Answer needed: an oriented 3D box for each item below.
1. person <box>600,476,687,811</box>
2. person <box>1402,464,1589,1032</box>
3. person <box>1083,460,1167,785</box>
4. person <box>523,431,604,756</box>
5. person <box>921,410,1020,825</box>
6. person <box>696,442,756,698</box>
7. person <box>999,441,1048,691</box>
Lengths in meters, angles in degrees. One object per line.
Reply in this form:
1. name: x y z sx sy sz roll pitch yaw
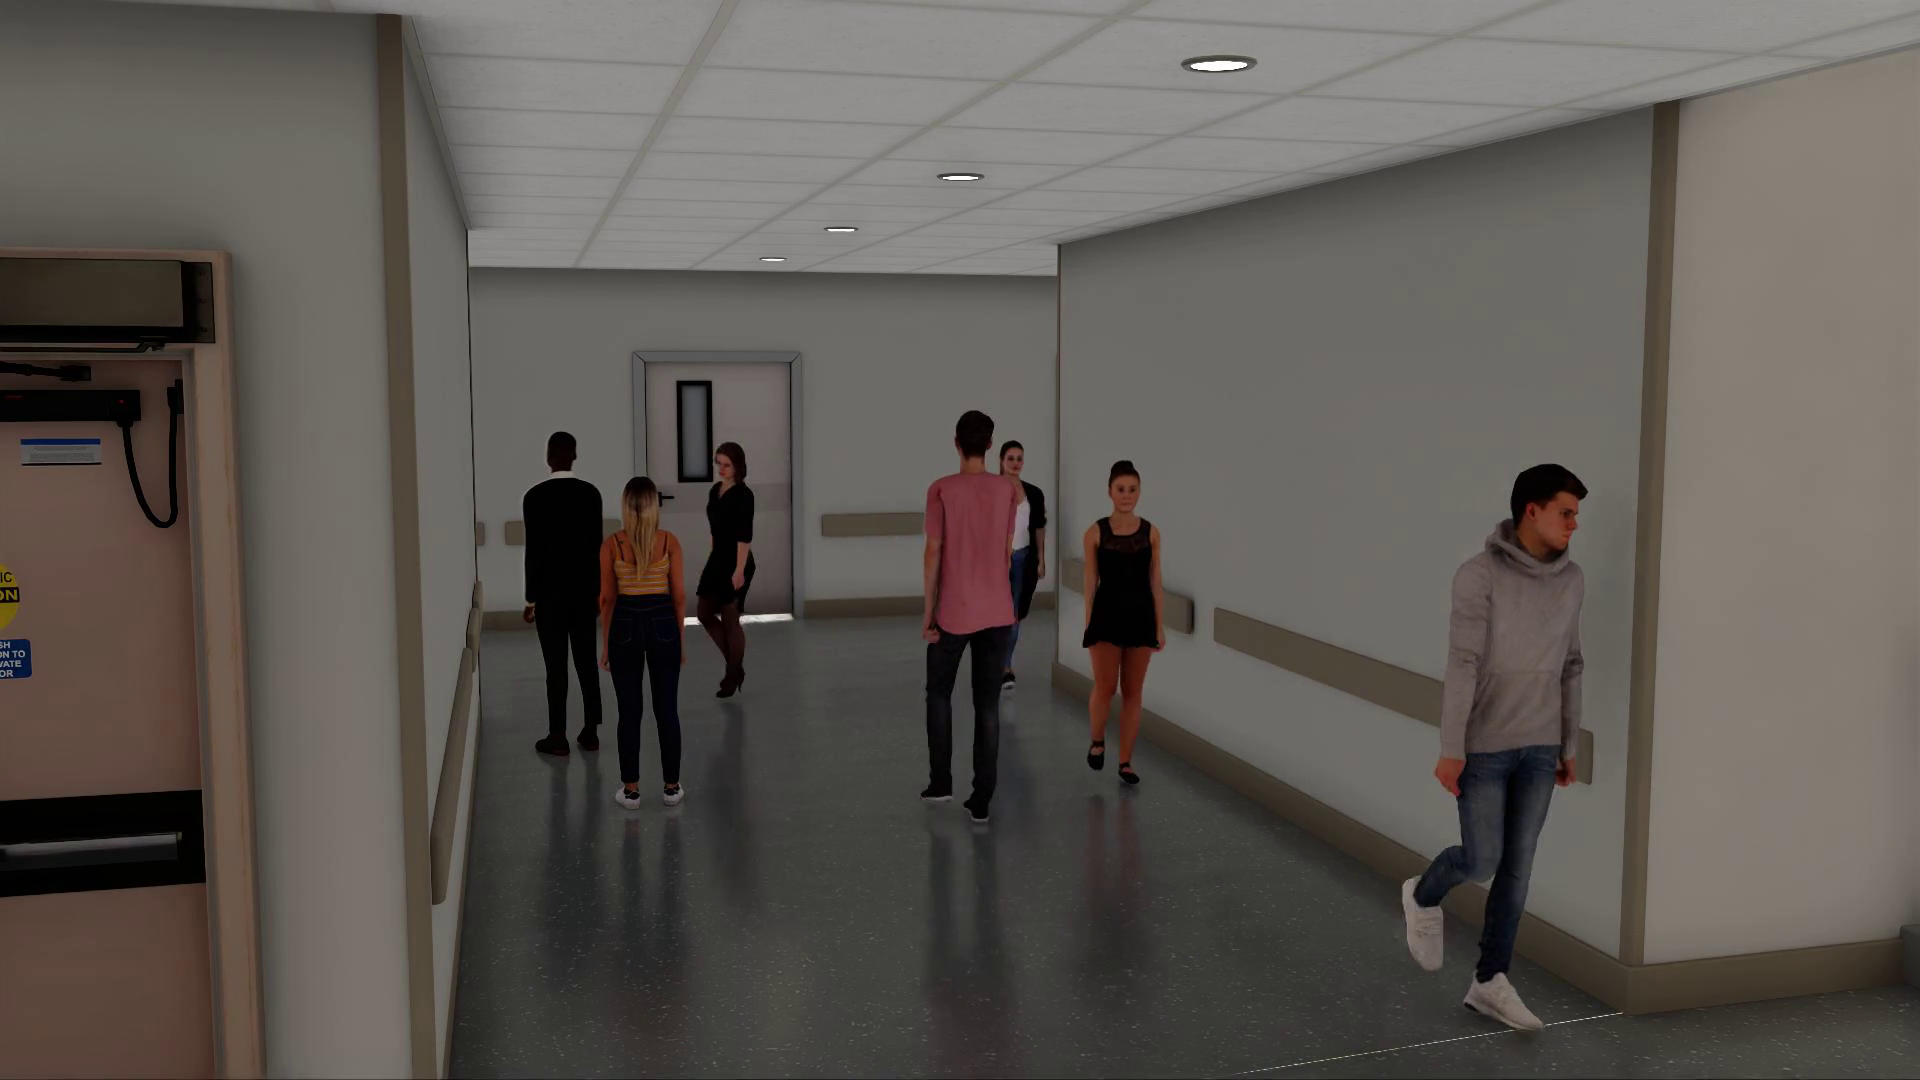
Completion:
1. person: -1.552 0.497 8.183 0.448 1.629 0.625 -2 6 -16
2. person: 1.752 0.665 5.534 0.882 1.826 0.827 -2 6 -20
3. person: 0.837 0.426 8.698 0.549 1.667 0.644 -1 6 -10
4. person: -2.205 0.290 9.343 0.625 1.809 0.766 -5 7 -38
5. person: 0.083 0.372 7.852 0.646 1.944 0.703 -1 6 -13
6. person: -1.425 0.205 10.843 0.756 1.678 0.744 -5 7 -40
7. person: 0.325 0.171 11.283 0.877 1.656 0.706 -1 6 -11
